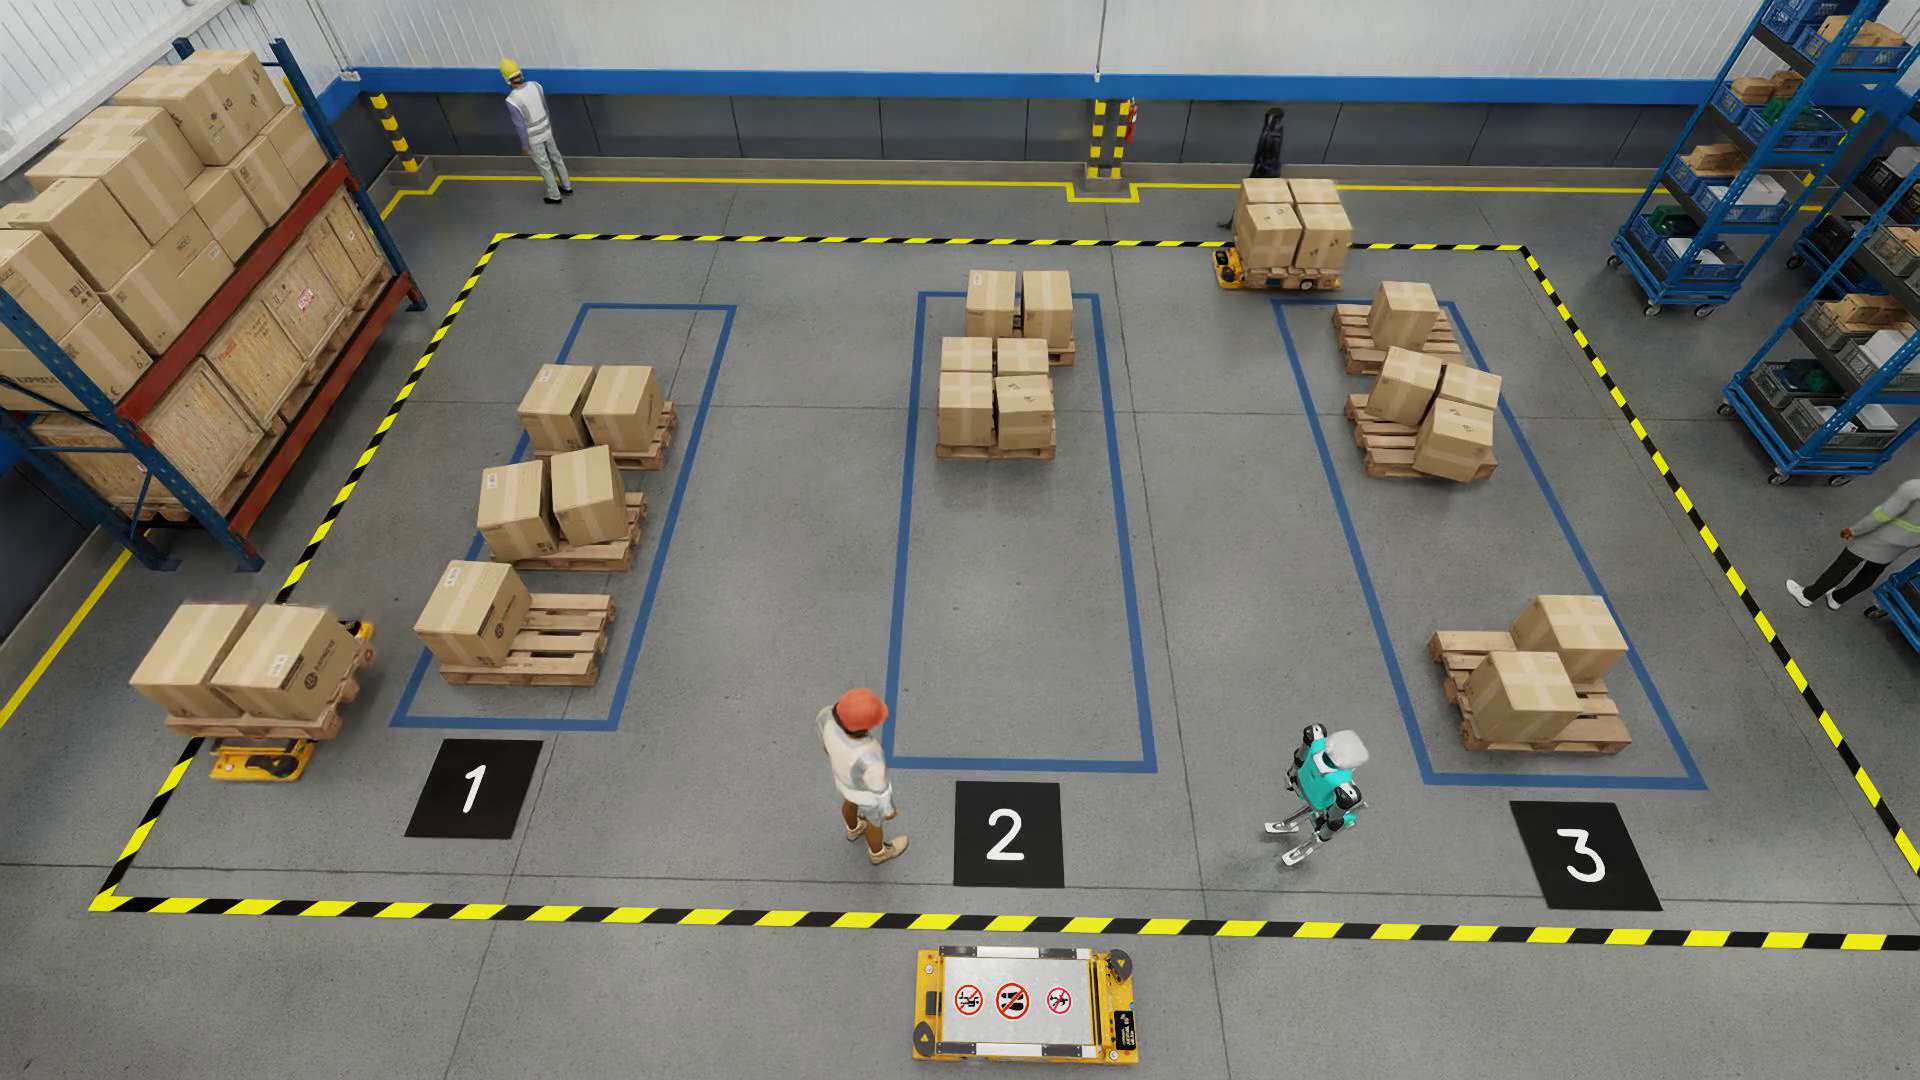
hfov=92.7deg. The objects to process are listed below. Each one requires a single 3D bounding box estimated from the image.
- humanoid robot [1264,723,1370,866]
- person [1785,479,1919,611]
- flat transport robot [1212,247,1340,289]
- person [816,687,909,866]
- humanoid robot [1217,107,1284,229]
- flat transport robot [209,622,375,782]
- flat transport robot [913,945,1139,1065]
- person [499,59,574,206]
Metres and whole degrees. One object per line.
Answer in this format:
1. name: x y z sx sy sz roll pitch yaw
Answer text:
1. humanoid robot: 2.500 1.687 6.079 0.735 1.673 0.533 -11 52 -9
2. person: 7.639 -0.075 7.529 0.588 1.847 0.396 9 51 7
3. flat transport robot: 3.863 -3.347 11.196 1.431 0.197 0.652 1 51 1
4. person: -0.622 1.567 6.073 0.398 2.029 0.613 -36 59 -25
5. humanoid robot: 3.747 -4.496 11.281 0.798 1.618 0.609 -7 51 -6
6. flat transport robot: -5.425 1.251 7.448 0.652 0.197 1.431 1 51 1
7. flat transport robot: 0.422 3.041 6.007 1.431 0.231 0.659 1 51 1
8. person: -5.422 -5.182 11.706 0.404 1.824 0.586 18 53 14
